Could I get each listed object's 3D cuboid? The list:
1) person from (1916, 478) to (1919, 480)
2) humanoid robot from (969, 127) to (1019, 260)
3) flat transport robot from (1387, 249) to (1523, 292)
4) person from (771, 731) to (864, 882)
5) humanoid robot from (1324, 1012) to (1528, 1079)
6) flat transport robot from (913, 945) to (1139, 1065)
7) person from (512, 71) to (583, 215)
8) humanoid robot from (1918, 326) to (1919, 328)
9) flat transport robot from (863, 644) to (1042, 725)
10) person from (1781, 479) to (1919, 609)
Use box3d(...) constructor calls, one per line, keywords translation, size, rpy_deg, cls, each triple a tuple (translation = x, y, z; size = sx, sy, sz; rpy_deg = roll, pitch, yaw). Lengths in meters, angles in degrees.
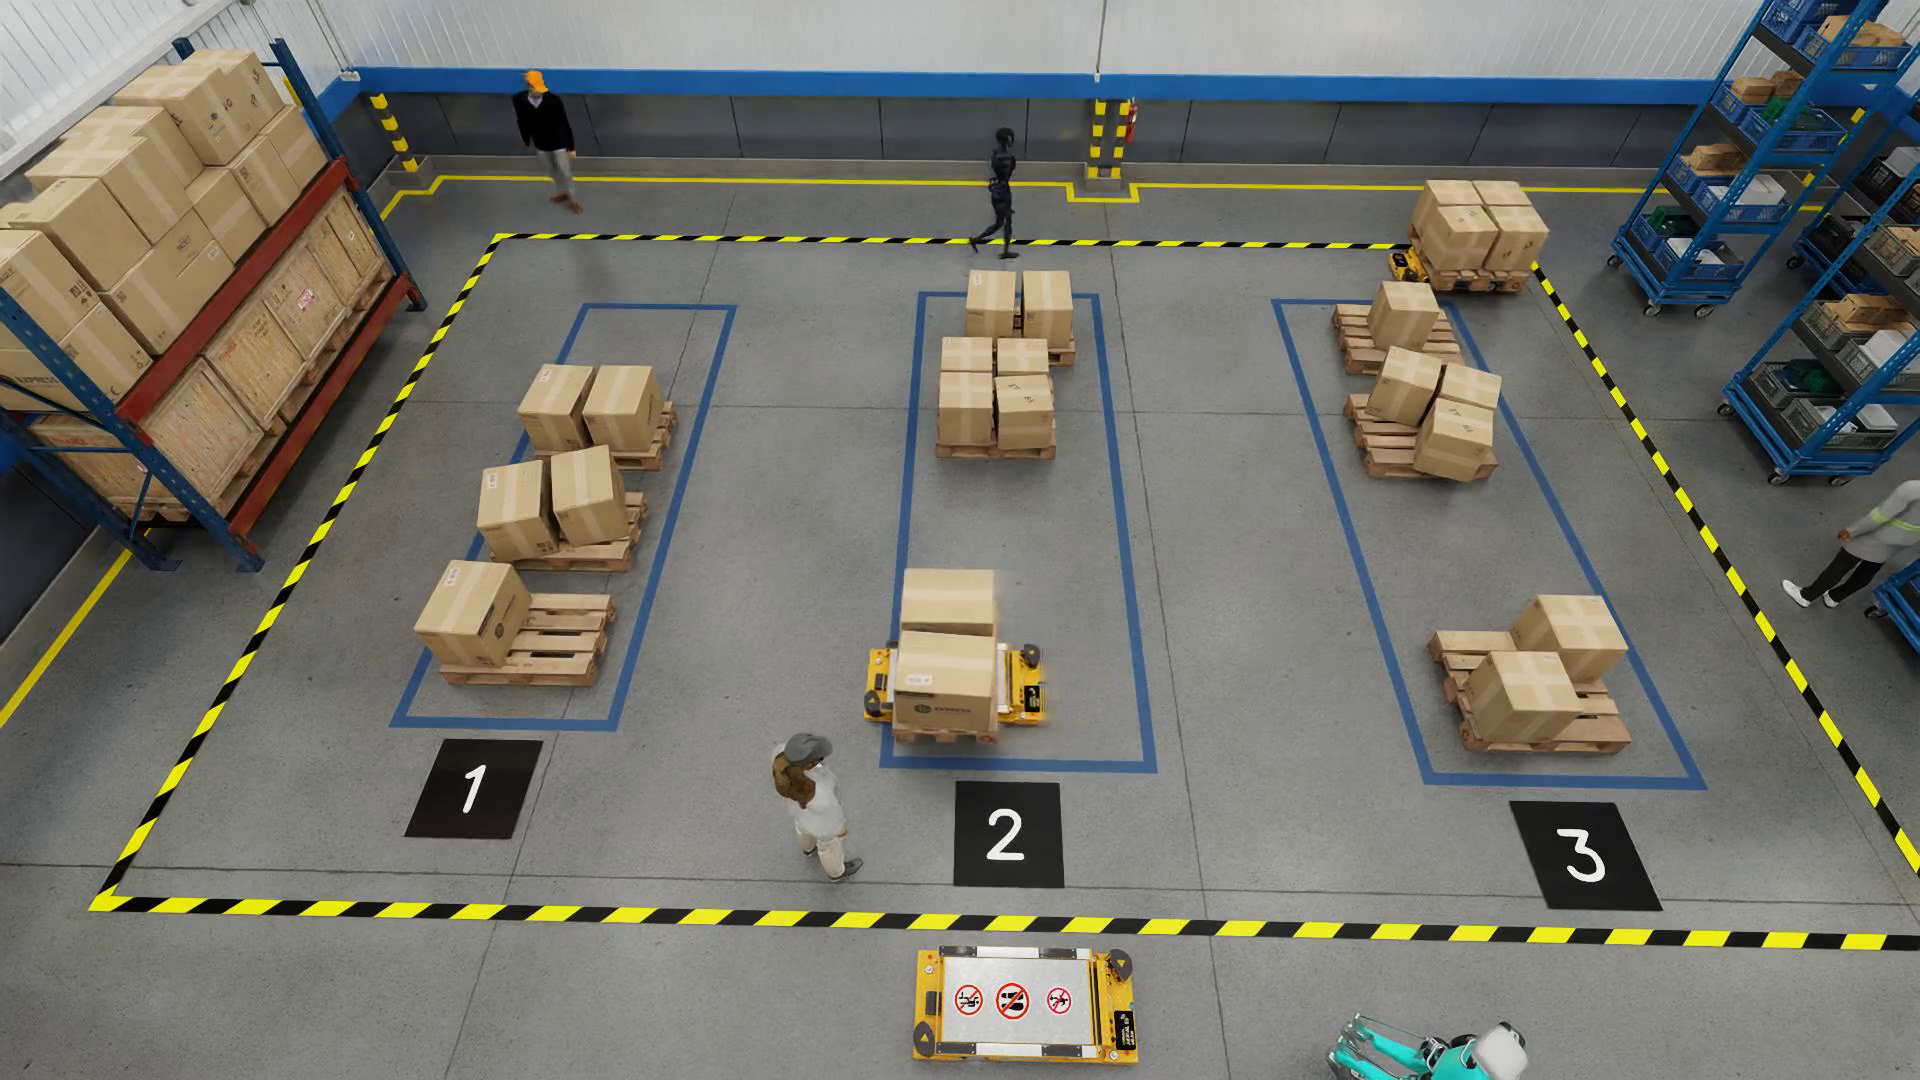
box3d(translation=(8.562, -0.321, 7.697), size=(0.563, 1.904, 0.832), rpy_deg=(-24, 55, -18), cls="person")
box3d(translation=(0.432, -4.093, 10.921), size=(0.594, 1.631, 0.594), rpy_deg=(-7, 51, -6), cls="humanoid robot")
box3d(translation=(6.044, -3.312, 11.168), size=(1.431, 0.197, 0.652), rpy_deg=(1, 51, 1), cls="flat transport robot")
box3d(translation=(-0.961, 1.771, 6.076), size=(0.572, 1.761, 0.405), rpy_deg=(38, 60, 26), cls="person")
box3d(translation=(2.450, 2.867, 5.118), size=(0.533, 1.672, 0.735), rpy_deg=(-36, 59, -26), cls="humanoid robot")
box3d(translation=(0.422, 3.041, 6.007), size=(1.431, 0.231, 0.659), rpy_deg=(1, 51, 1), cls="flat transport robot")
box3d(translation=(-5.177, -5.043, 11.586), size=(0.662, 1.840, 0.586), rpy_deg=(-2, 51, -2), cls="person")
box3d(translation=(10.279, -2.351, 9.493), size=(0.599, 1.648, 0.405), rpy_deg=(27, 56, 20), cls="humanoid robot")
box3d(translation=(-0.052, 1.164, 7.519), size=(1.431, 0.197, 0.652), rpy_deg=(1, 51, 1), cls="flat transport robot")
box3d(translation=(7.612, -0.084, 7.535), size=(0.587, 1.848, 0.399), rpy_deg=(5, 51, 4), cls="person")
